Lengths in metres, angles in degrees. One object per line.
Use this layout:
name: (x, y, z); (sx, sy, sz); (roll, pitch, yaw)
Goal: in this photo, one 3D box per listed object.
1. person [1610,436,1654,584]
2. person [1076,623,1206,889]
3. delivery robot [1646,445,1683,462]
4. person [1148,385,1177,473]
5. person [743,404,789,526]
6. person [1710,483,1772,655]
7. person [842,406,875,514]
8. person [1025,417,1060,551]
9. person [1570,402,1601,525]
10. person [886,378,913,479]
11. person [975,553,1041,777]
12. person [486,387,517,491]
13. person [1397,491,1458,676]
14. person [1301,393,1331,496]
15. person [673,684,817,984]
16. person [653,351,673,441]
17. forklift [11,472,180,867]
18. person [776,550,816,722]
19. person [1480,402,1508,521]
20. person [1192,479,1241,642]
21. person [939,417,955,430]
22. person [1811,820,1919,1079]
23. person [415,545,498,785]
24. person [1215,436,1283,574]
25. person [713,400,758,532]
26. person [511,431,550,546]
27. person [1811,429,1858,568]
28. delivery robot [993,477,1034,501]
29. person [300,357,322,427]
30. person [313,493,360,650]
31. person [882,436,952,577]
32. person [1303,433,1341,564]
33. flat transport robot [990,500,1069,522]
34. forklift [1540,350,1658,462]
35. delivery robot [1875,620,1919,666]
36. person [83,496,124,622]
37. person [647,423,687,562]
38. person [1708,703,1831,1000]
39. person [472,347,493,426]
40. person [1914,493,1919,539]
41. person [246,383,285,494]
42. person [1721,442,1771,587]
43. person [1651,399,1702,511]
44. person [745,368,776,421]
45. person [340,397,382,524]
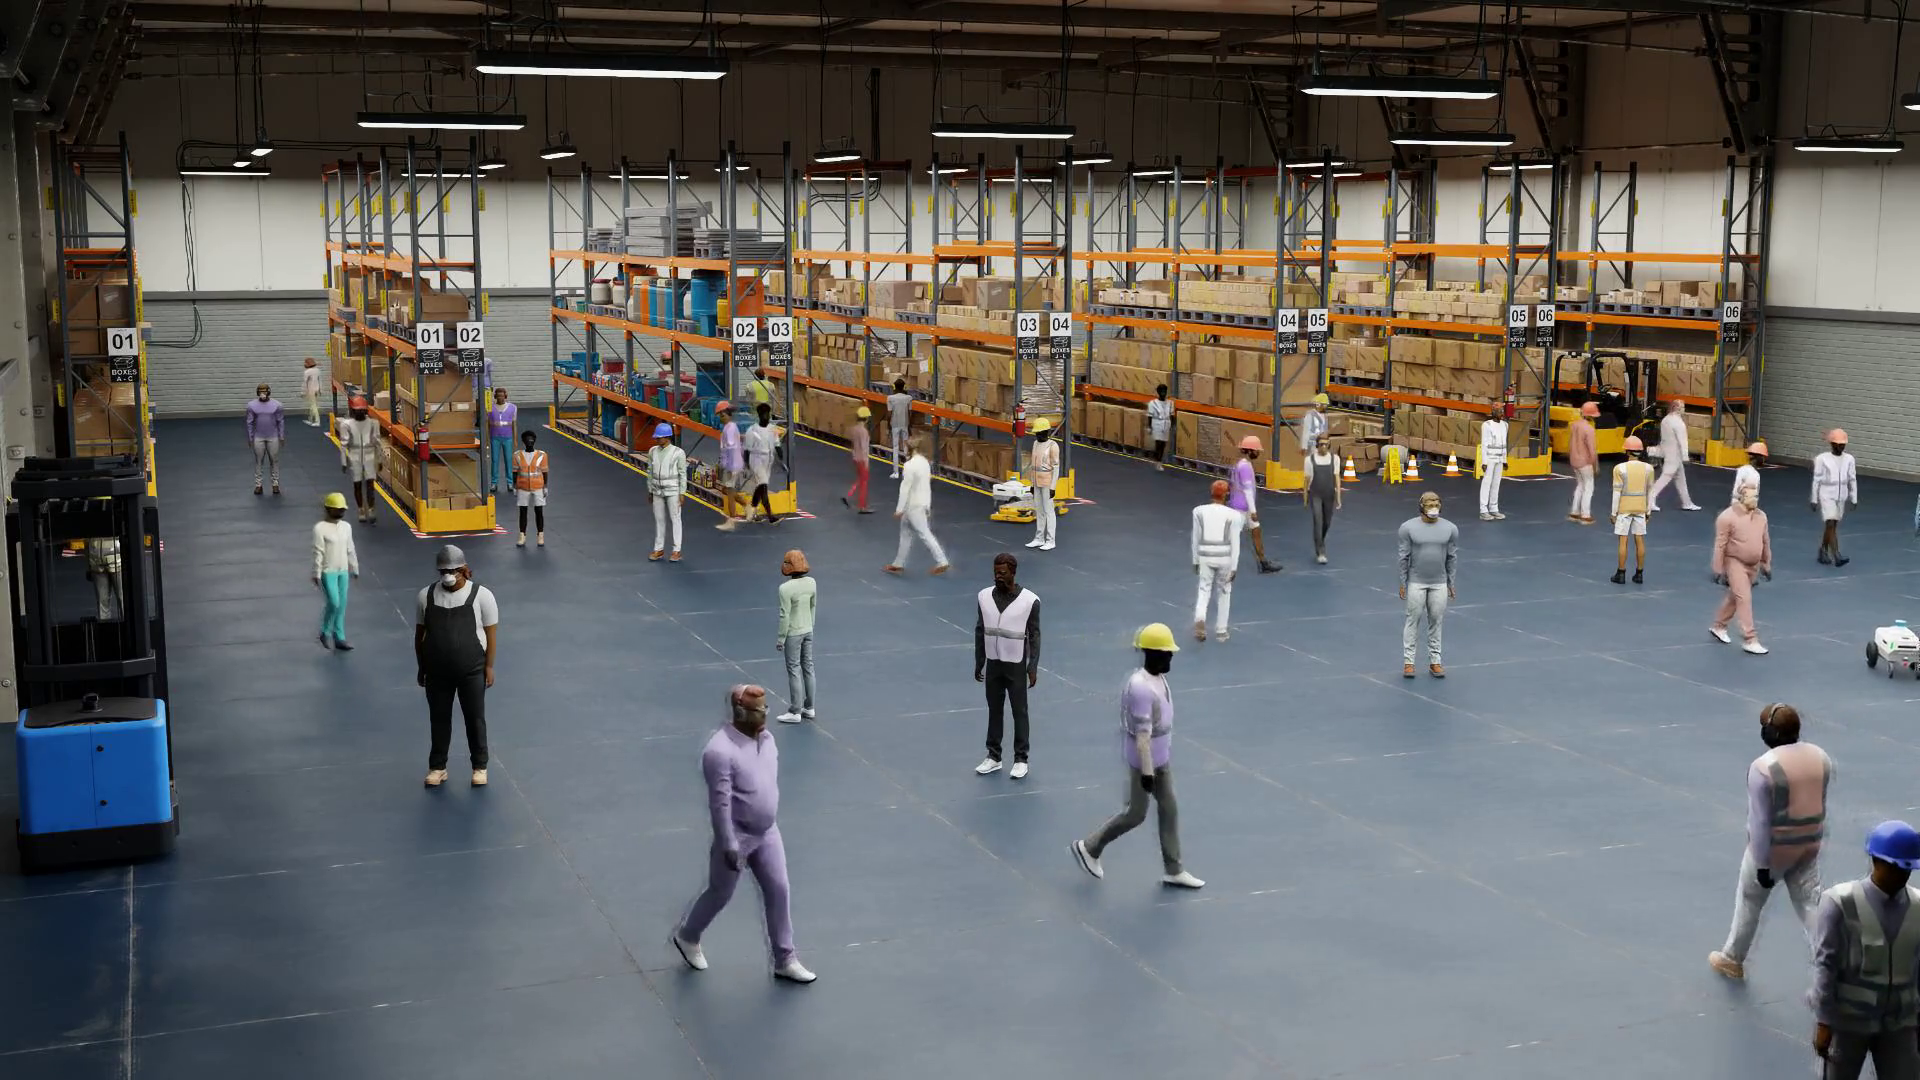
person: (8.814, -0.401, 27.524); (0.552, 1.936, 0.360); (-1, 9, -5)
person: (1.293, 1.518, 14.874); (0.866, 1.903, 0.593); (4, 9, 22)
delivery robot: (13.670, -1.691, 40.543); (0.707, 0.478, 0.477); (2, 9, 14)
person: (3.878, -2.121, 39.845); (0.544, 1.669, 0.693); (-4, 9, -24)
person: (-3.049, -1.178, 32.814); (0.987, 1.898, 0.617); (7, 11, 40)
person: (8.684, 0.278, 23.268); (0.659, 1.865, 0.977); (-4, 9, -23)
person: (-1.630, -1.305, 34.136); (0.440, 1.752, 0.546); (-4, 9, -23)
person: (1.204, -0.822, 30.368); (0.371, 1.926, 0.584); (-6, 10, -34)
person: (9.835, -1.210, 32.932); (0.475, 1.945, 0.691); (-2, 9, -14)
person: (-1.132, -2.078, 38.929); (0.521, 1.873, 0.336); (-2, 9, -16)
person: (0.402, 1.054, 17.887); (0.597, 1.917, 0.378); (4, 10, 27)
person: (-8.127, -1.795, 37.114); (0.567, 1.849, 0.389); (-2, 9, -12)
person: (4.862, 0.457, 21.802); (0.633, 1.939, 0.368); (0, 9, -1)
person: (6.247, -1.624, 36.130); (0.750, 1.797, 0.613); (8, 11, 41)
person: (-1.381, 1.806, 13.056); (0.950, 1.867, 0.640); (6, 11, 36)
person: (-6.400, -3.160, 45.869); (0.632, 1.959, 0.971); (-3, 9, -18)
forklift: (-6.630, 0.886, 15.957); (1.129, 2.768, 1.873); (-3, 9, -21)
person: (-1.551, 0.903, 19.842); (0.281, 1.633, 0.500); (6, 10, 34)
person: (8.545, -1.265, 33.464); (0.575, 1.882, 0.361); (-6, 10, -35)
person: (2.849, 0.249, 23.452); (0.571, 1.858, 0.743); (3, 9, 19)
person: (-0.330, -3.285, 47.401); (0.491, 1.744, 0.295); (-4, 9, -25)
person: (4.316, 2.246, 9.929); (0.623, 1.924, 0.790); (0, 9, -1)
person: (-4.235, 1.067, 17.536); (0.689, 2.000, 0.539); (0, 9, 0)
person: (3.820, -0.461, 28.184); (0.979, 1.888, 0.556); (2, 9, 11)
person: (-3.479, -1.147, 32.299); (0.635, 2.000, 0.699); (-1, 9, -8)
person: (-6.296, -0.761, 30.725); (0.572, 1.697, 0.315); (-1, 9, -6)
person: (12.073, -0.568, 28.785); (0.569, 1.888, 0.957); (-1, 9, -6)
delivery robot: (0.881, -0.800, 34.602); (0.707, 0.478, 0.477); (8, 12, 44)
person: (-15.246, -3.464, 48.993); (0.670, 1.607, 0.527); (4, 9, 22)
person: (-6.878, 0.347, 23.108); (0.346, 1.753, 0.554); (5, 10, 29)
person: (-0.553, -0.449, 28.039); (1.017, 1.896, 0.630); (2, 9, 16)
person: (5.063, -0.619, 29.407); (0.503, 1.821, 0.816); (-1, 9, -5)
flat transport robot: (1.130, -0.485, 33.758); (0.652, 0.197, 1.431); (5, 10, 31)
forklift: (12.897, -2.725, 42.309); (2.313, 2.155, 1.214); (-3, 9, -21)
delivery robot: (9.874, 1.088, 22.018); (0.477, 0.478, 0.707); (2, 9, 11)
person: (-9.439, 0.293, 23.252); (0.602, 1.828, 0.404); (1, 9, 4)
person: (-4.111, -0.672, 29.312); (0.605, 1.943, 0.402); (4, 9, 24)
person: (5.051, 1.887, 12.774); (0.623, 1.796, 0.951); (-3, 9, -20)
person: (-11.233, -3.640, 49.156); (0.542, 1.927, 0.374); (-3, 9, -16)
person: (12.421, -0.114, 26.640); (0.539, 1.615, 0.606); (3, 9, 17)
person: (-12.182, -1.787, 36.763); (0.630, 1.938, 0.366); (-2, 9, -13)
person: (10.193, -0.332, 27.239); (0.618, 1.885, 0.577); (0, 9, 3)
person: (11.729, -1.395, 34.441); (1.009, 1.862, 0.655); (0, 9, 1)
person: (-4.006, -2.524, 42.019); (0.621, 1.839, 0.429); (-3, 9, -17)
person: (-9.408, -1.242, 32.935); (0.640, 1.991, 1.017); (-3, 9, -19)
